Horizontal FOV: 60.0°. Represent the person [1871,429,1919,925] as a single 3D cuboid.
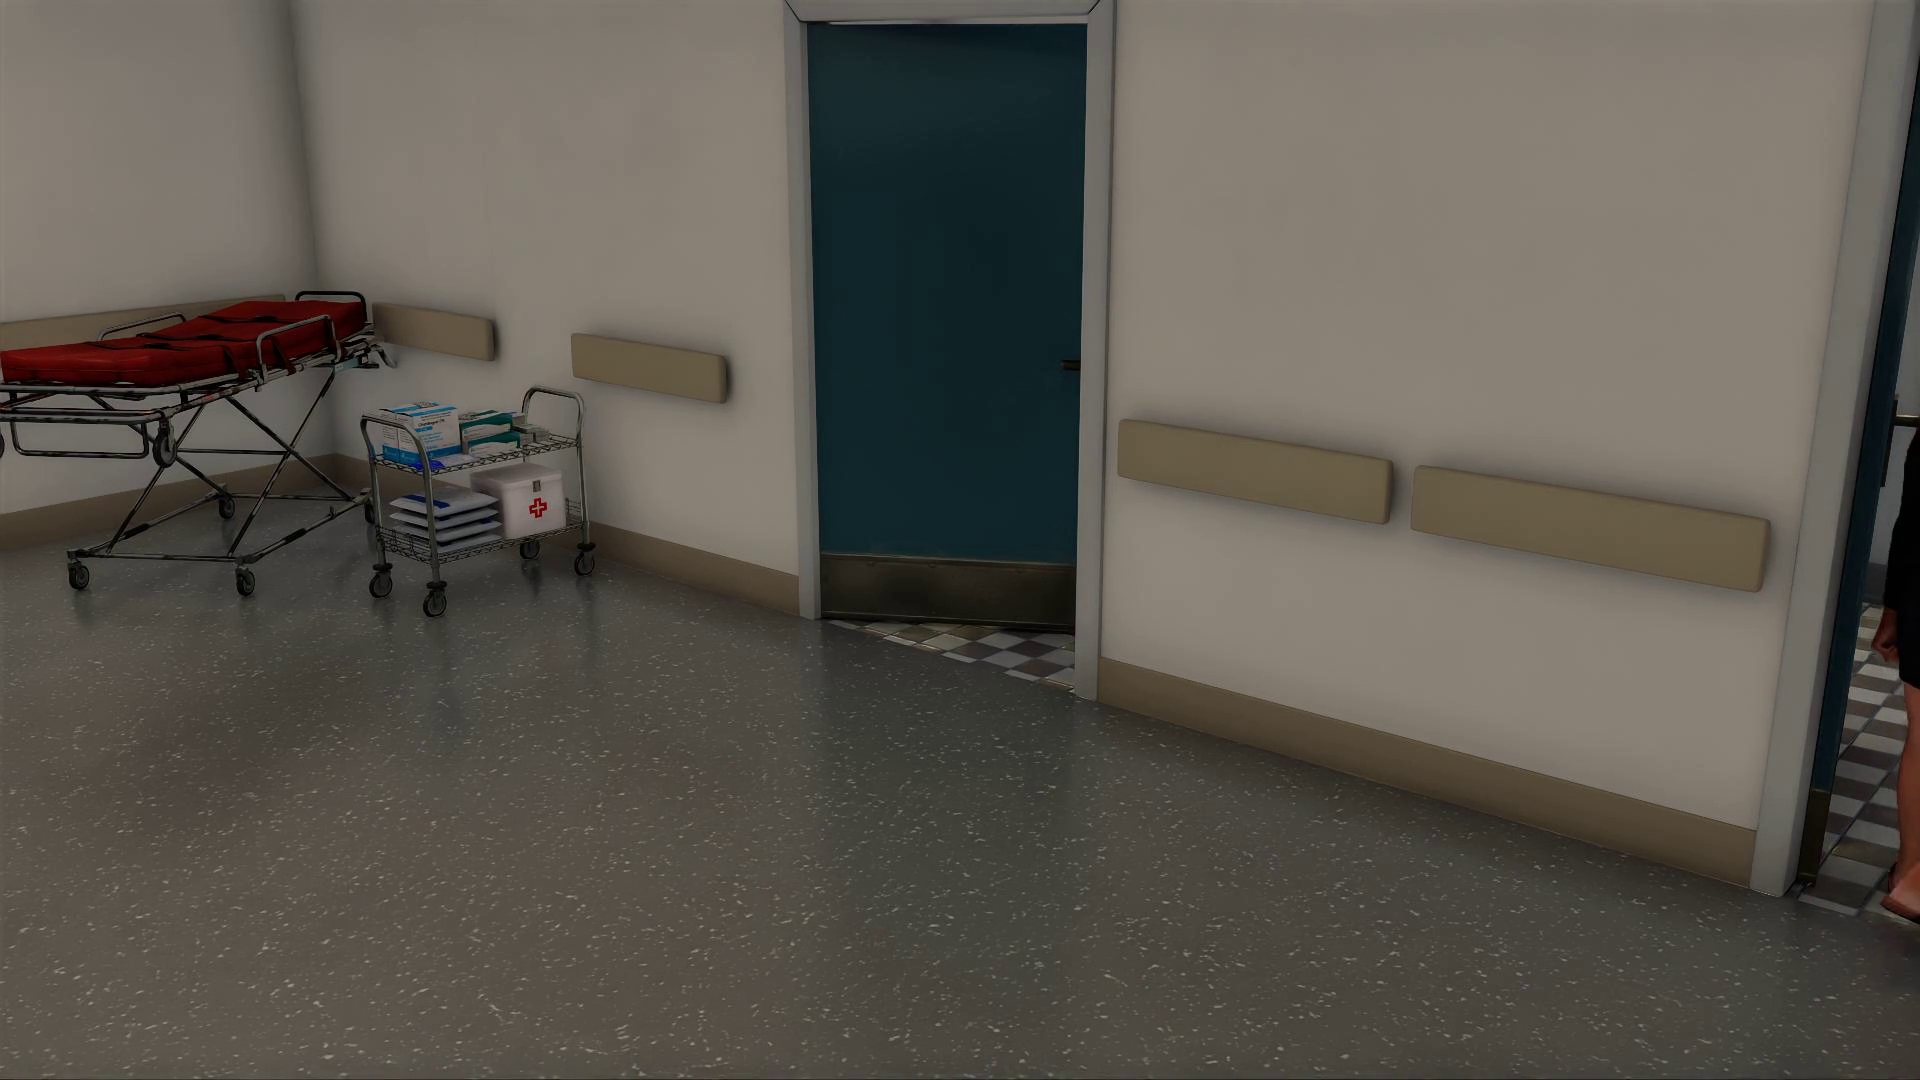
[{"bbox_3d":[2.403,0.208,3.981,0.684,1.541,0.743,-13,20,-39],"label":"person"}]
